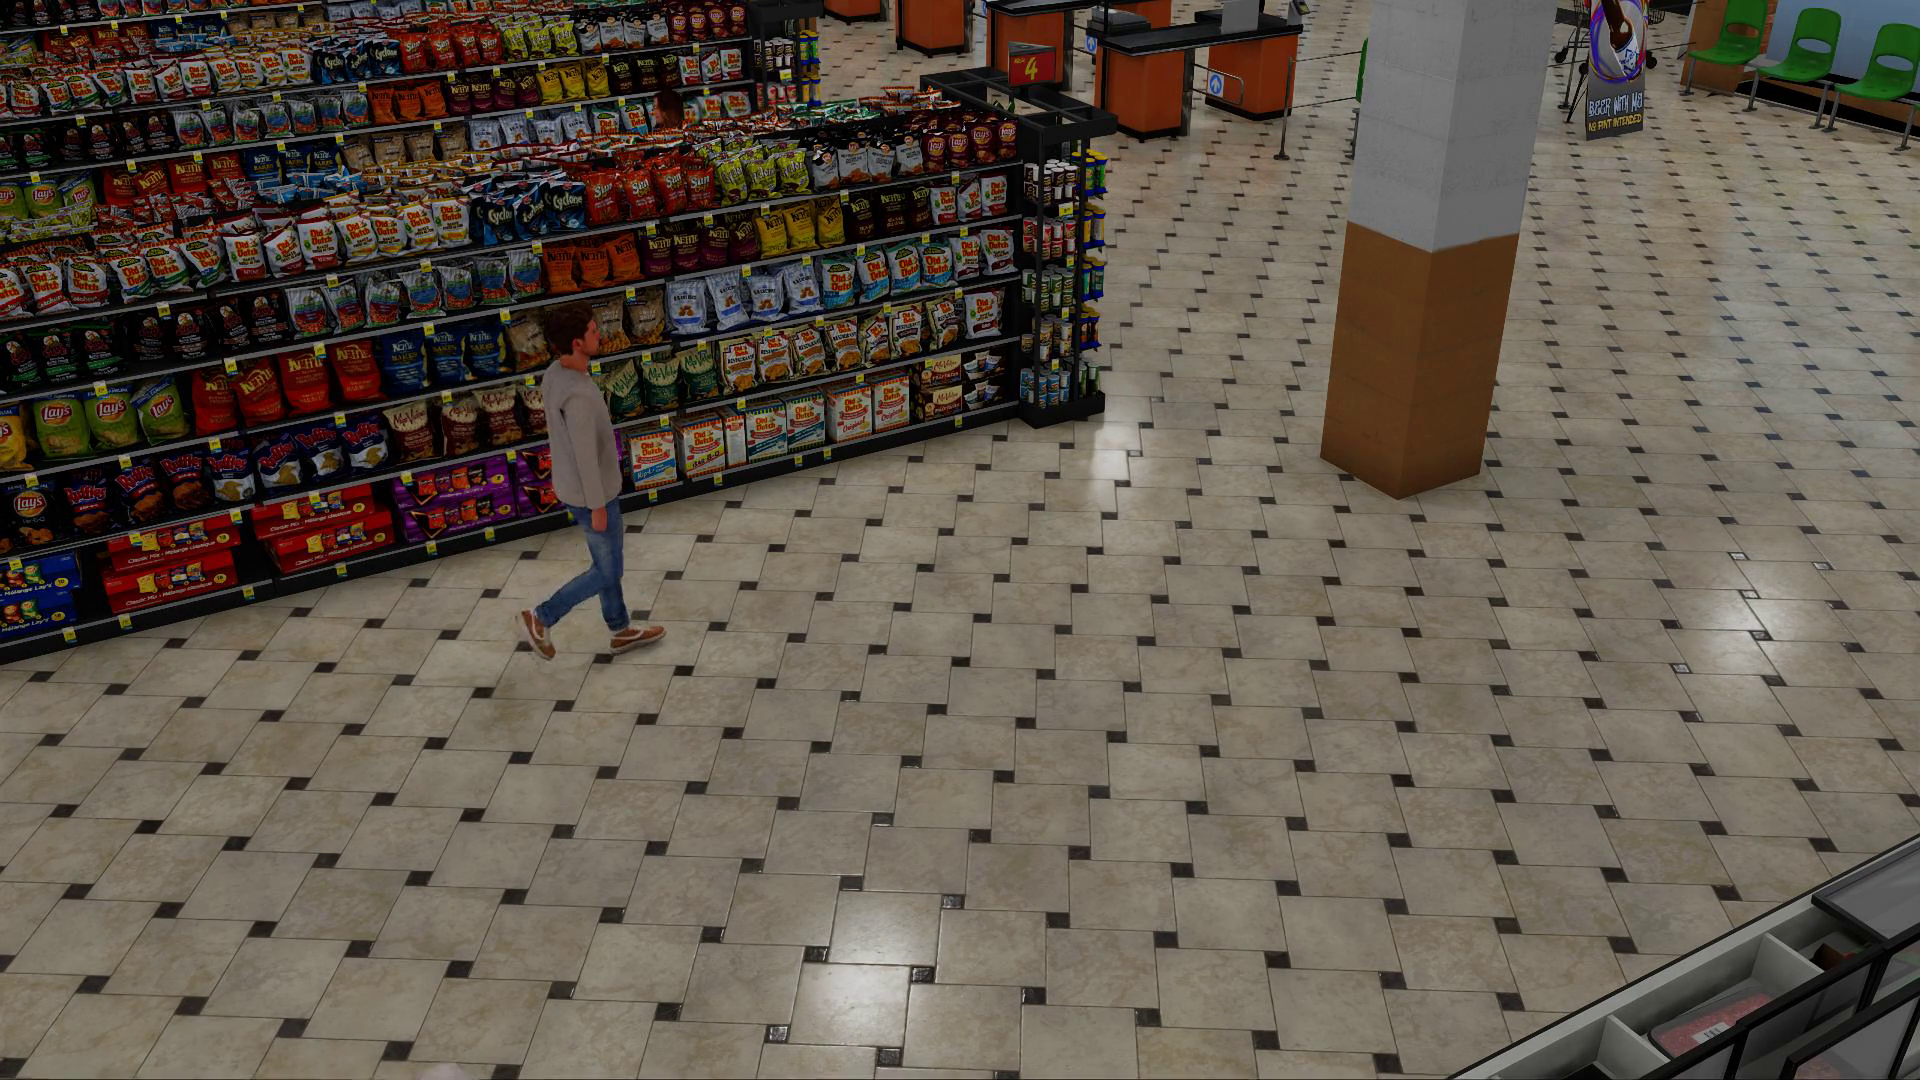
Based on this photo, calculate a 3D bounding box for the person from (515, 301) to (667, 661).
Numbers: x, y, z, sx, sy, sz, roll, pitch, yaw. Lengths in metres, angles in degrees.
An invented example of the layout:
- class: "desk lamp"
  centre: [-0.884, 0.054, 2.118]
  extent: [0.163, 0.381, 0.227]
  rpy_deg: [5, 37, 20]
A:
- class: "person"
  centre: [-1.867, -0.222, 8.038]
  extent: [1.007, 1.890, 0.749]
  rpy_deg: [-12, 31, -20]
